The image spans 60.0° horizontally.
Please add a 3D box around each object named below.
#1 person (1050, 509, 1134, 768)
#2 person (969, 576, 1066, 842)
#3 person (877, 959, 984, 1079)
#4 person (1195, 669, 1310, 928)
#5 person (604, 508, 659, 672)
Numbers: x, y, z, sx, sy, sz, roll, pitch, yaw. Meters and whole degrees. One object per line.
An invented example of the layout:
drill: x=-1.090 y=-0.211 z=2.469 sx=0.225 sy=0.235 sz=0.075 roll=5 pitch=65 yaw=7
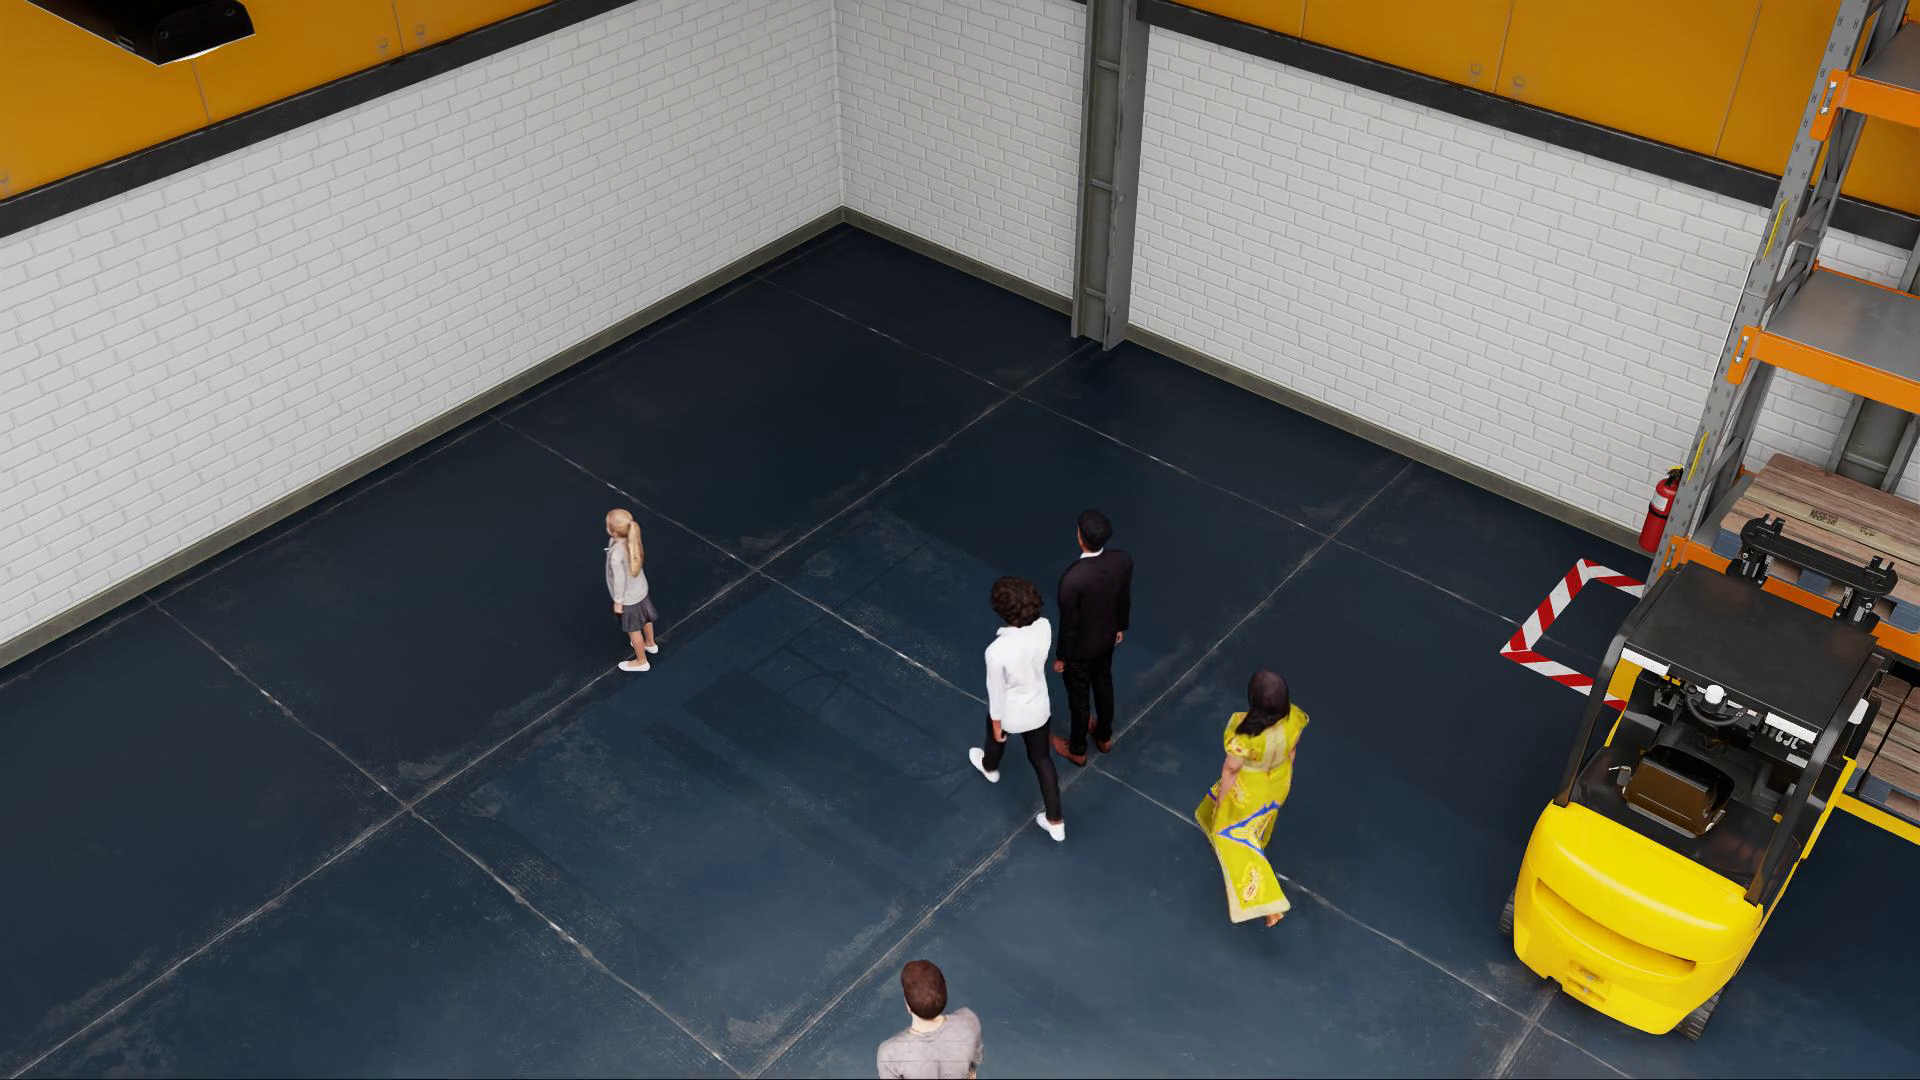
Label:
person: x=0.783 y=0.602 z=10.061 sx=0.751 sy=1.881 sz=0.638 roll=-25 pitch=45 yaw=-28
person: x=0.410 y=0.999 z=9.658 sx=0.918 sy=1.763 sz=1.247 roll=-20 pitch=43 yaw=-23
person: x=-0.085 y=2.662 z=7.504 sx=1.065 sy=1.854 sz=1.308 roll=-16 pitch=41 yaw=-19
person: x=1.678 y=1.426 z=9.223 sx=1.078 sy=1.639 sz=1.335 roll=-20 pitch=43 yaw=-23
person: x=-2.168 y=0.315 z=10.906 sx=0.631 sy=1.275 sz=0.595 roll=8 pitch=39 yaw=10
